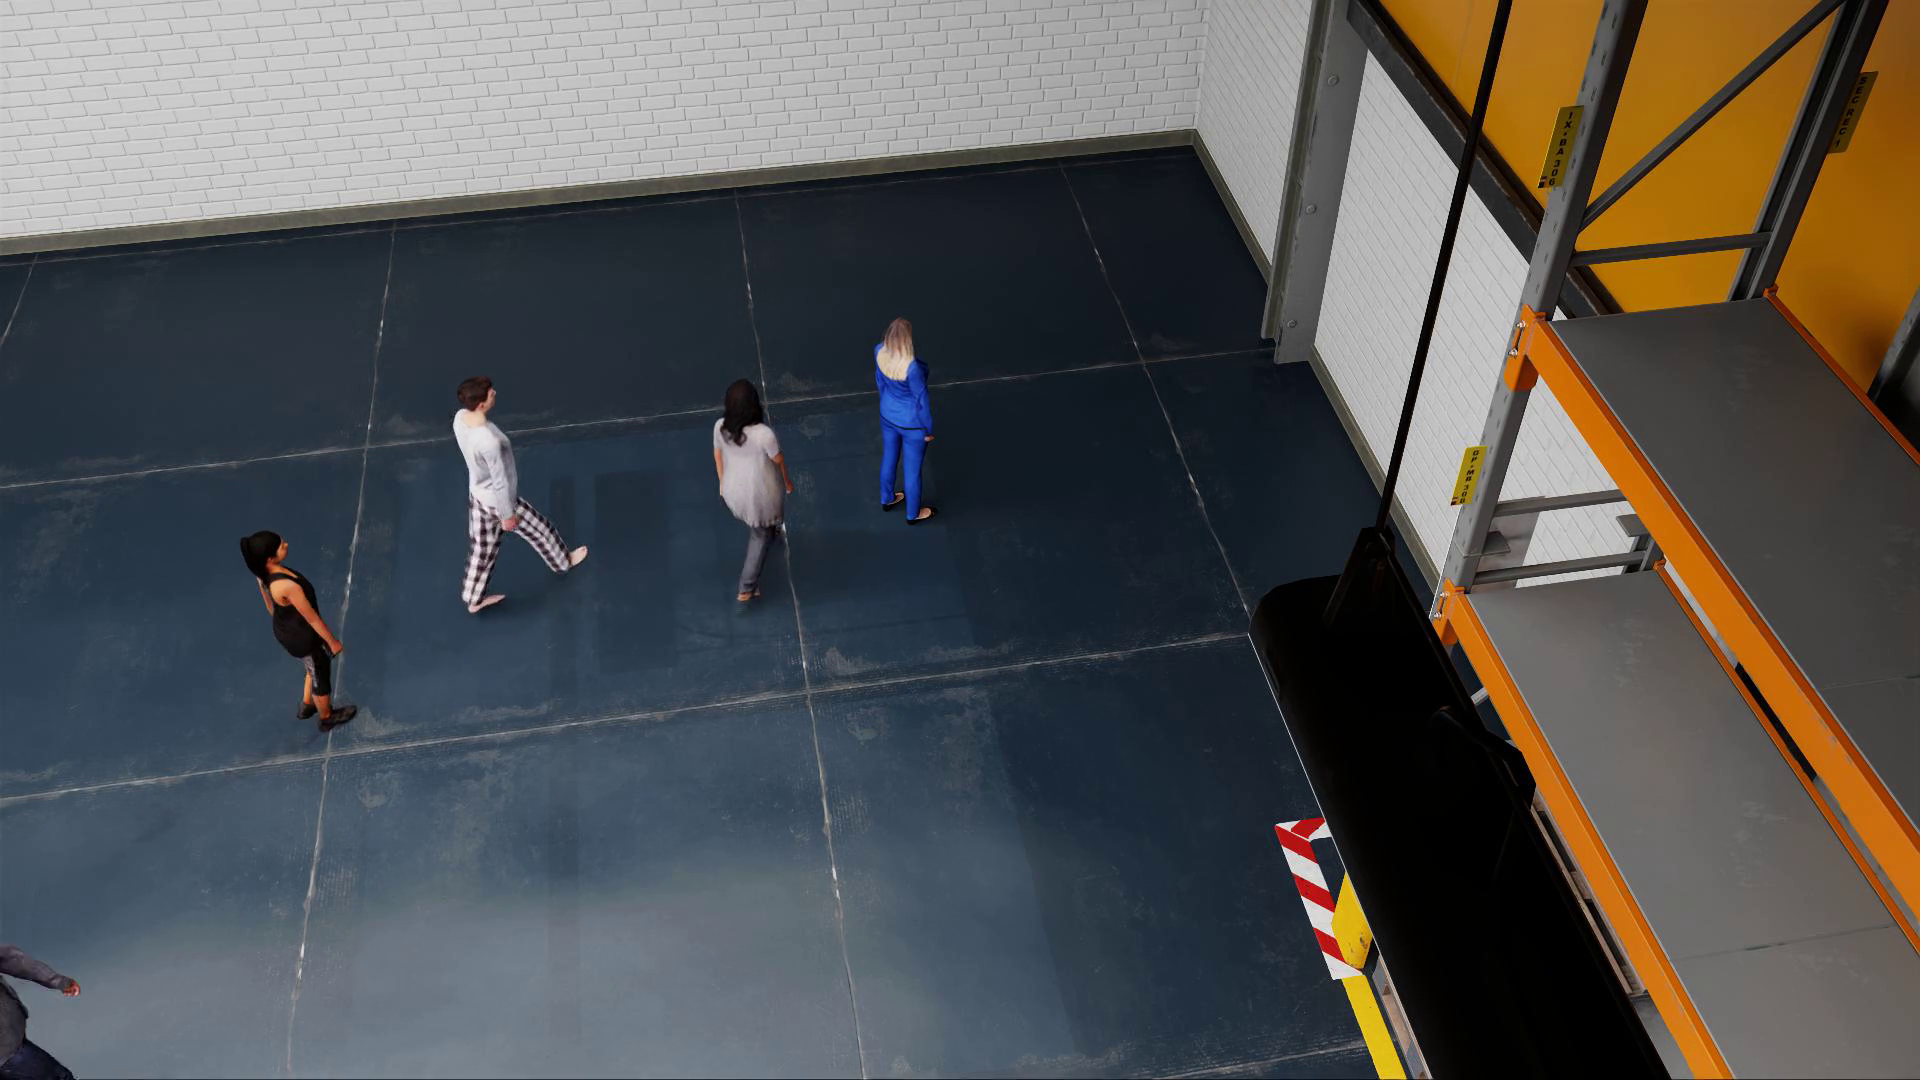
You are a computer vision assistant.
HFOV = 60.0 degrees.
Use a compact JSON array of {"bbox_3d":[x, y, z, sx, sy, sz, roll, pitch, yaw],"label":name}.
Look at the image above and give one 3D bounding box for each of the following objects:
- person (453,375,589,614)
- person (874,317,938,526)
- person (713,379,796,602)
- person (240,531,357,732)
[{"bbox_3d":[-3.059,-0.245,10.693,1.108,1.794,1.180,-32,52,-29],"label":"person"},{"bbox_3d":[-0.393,-0.814,11.358,0.678,1.700,0.769,33,53,30],"label":"person"},{"bbox_3d":[-1.386,-0.304,10.911,0.998,1.579,1.130,19,47,19],"label":"person"},{"bbox_3d":[-3.992,0.589,9.919,0.770,1.653,0.695,-33,53,-30],"label":"person"}]
